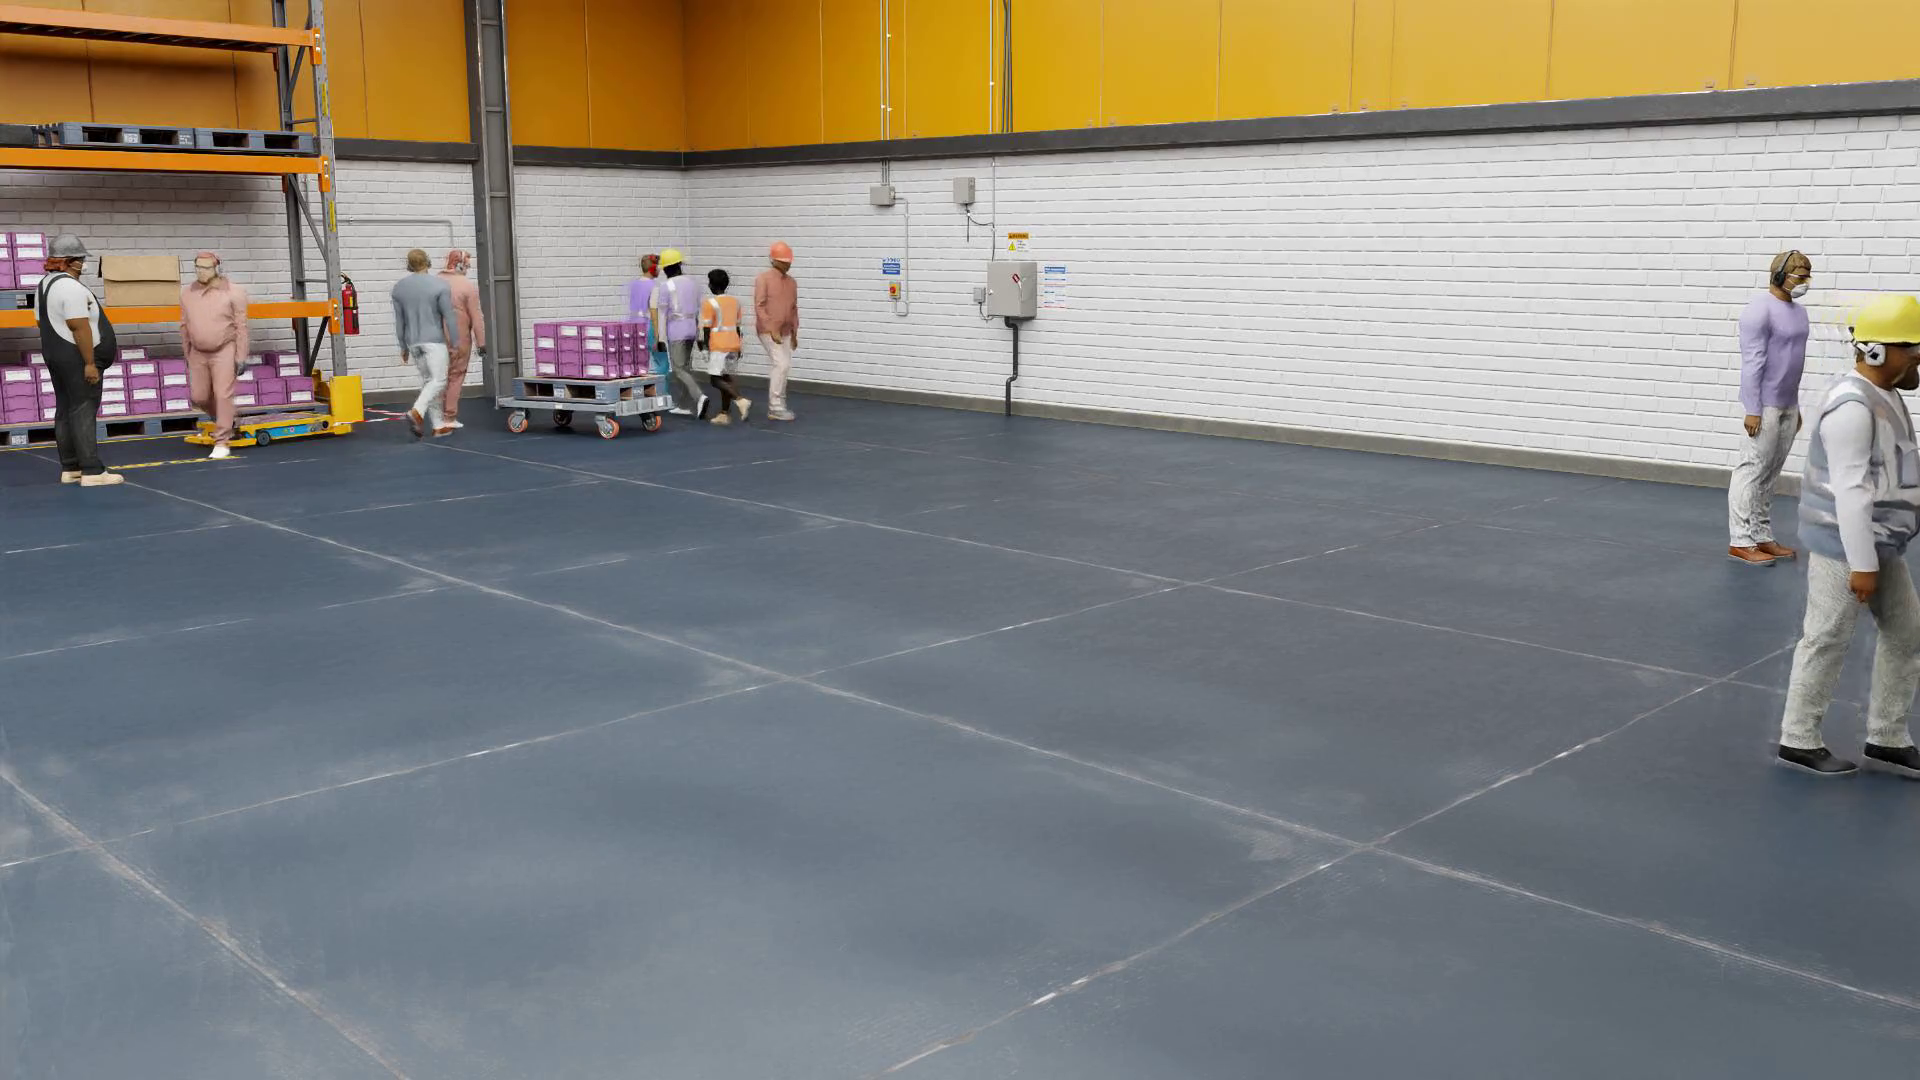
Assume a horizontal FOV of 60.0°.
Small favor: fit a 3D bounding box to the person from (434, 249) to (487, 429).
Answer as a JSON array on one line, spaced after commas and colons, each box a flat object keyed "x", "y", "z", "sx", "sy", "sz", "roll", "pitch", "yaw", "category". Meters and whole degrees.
[{"x": -5.275, "y": -2.097, "z": 17.435, "sx": 0.668, "sy": 1.873, "sz": 0.549, "roll": 4, "pitch": 11, "yaw": 22, "category": "person"}]

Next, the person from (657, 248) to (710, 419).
[{"x": -3.048, "y": -2.283, "z": 18.428, "sx": 0.791, "sy": 1.893, "sz": 0.605, "roll": 7, "pitch": 12, "yaw": 33, "category": "person"}]

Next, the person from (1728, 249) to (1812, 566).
[{"x": 5.025, "y": -0.816, "z": 10.290, "sx": 0.628, "sy": 1.935, "sz": 0.373, "roll": -9, "pitch": 13, "yaw": -39, "category": "person"}]

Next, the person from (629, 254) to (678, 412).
[{"x": -3.578, "y": -2.344, "z": 18.941, "sx": 0.816, "sy": 1.814, "sz": 0.590, "roll": -9, "pitch": 14, "yaw": -41, "category": "person"}]

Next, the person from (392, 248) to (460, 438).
[{"x": -5.341, "y": -1.936, "z": 16.489, "sx": 0.649, "sy": 1.909, "sz": 0.775, "roll": 3, "pitch": 11, "yaw": 15, "category": "person"}]

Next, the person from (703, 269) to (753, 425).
[{"x": -2.448, "y": -2.022, "z": 17.581, "sx": 0.632, "sy": 1.680, "sz": 0.539, "roll": 7, "pitch": 13, "yaw": 34, "category": "person"}]

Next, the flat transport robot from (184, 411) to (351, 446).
[{"x": -6.801, "y": -1.102, "z": 16.382, "sx": 0.652, "sy": 0.197, "sz": 1.431, "roll": 6, "pitch": 12, "yaw": 29, "category": "flat transport robot"}]

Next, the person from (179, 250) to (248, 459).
[{"x": -6.803, "y": -1.700, "z": 15.233, "sx": 0.639, "sy": 1.887, "sz": 0.566, "roll": 1, "pitch": 10, "yaw": 3, "category": "person"}]

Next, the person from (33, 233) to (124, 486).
[{"x": -7.159, "y": -1.467, "z": 13.546, "sx": 0.672, "sy": 2.000, "sz": 0.536, "roll": 9, "pitch": 14, "yaw": 40, "category": "person"}]

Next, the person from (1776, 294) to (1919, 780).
[{"x": 3.399, "y": 0.017, "z": 6.077, "sx": 0.681, "sy": 1.806, "sz": 0.615, "roll": 9, "pitch": 14, "yaw": 41, "category": "person"}]

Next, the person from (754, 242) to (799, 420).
[{"x": -2.005, "y": -2.277, "z": 18.242, "sx": 0.557, "sy": 1.941, "sz": 0.654, "roll": 7, "pitch": 13, "yaw": 34, "category": "person"}]
